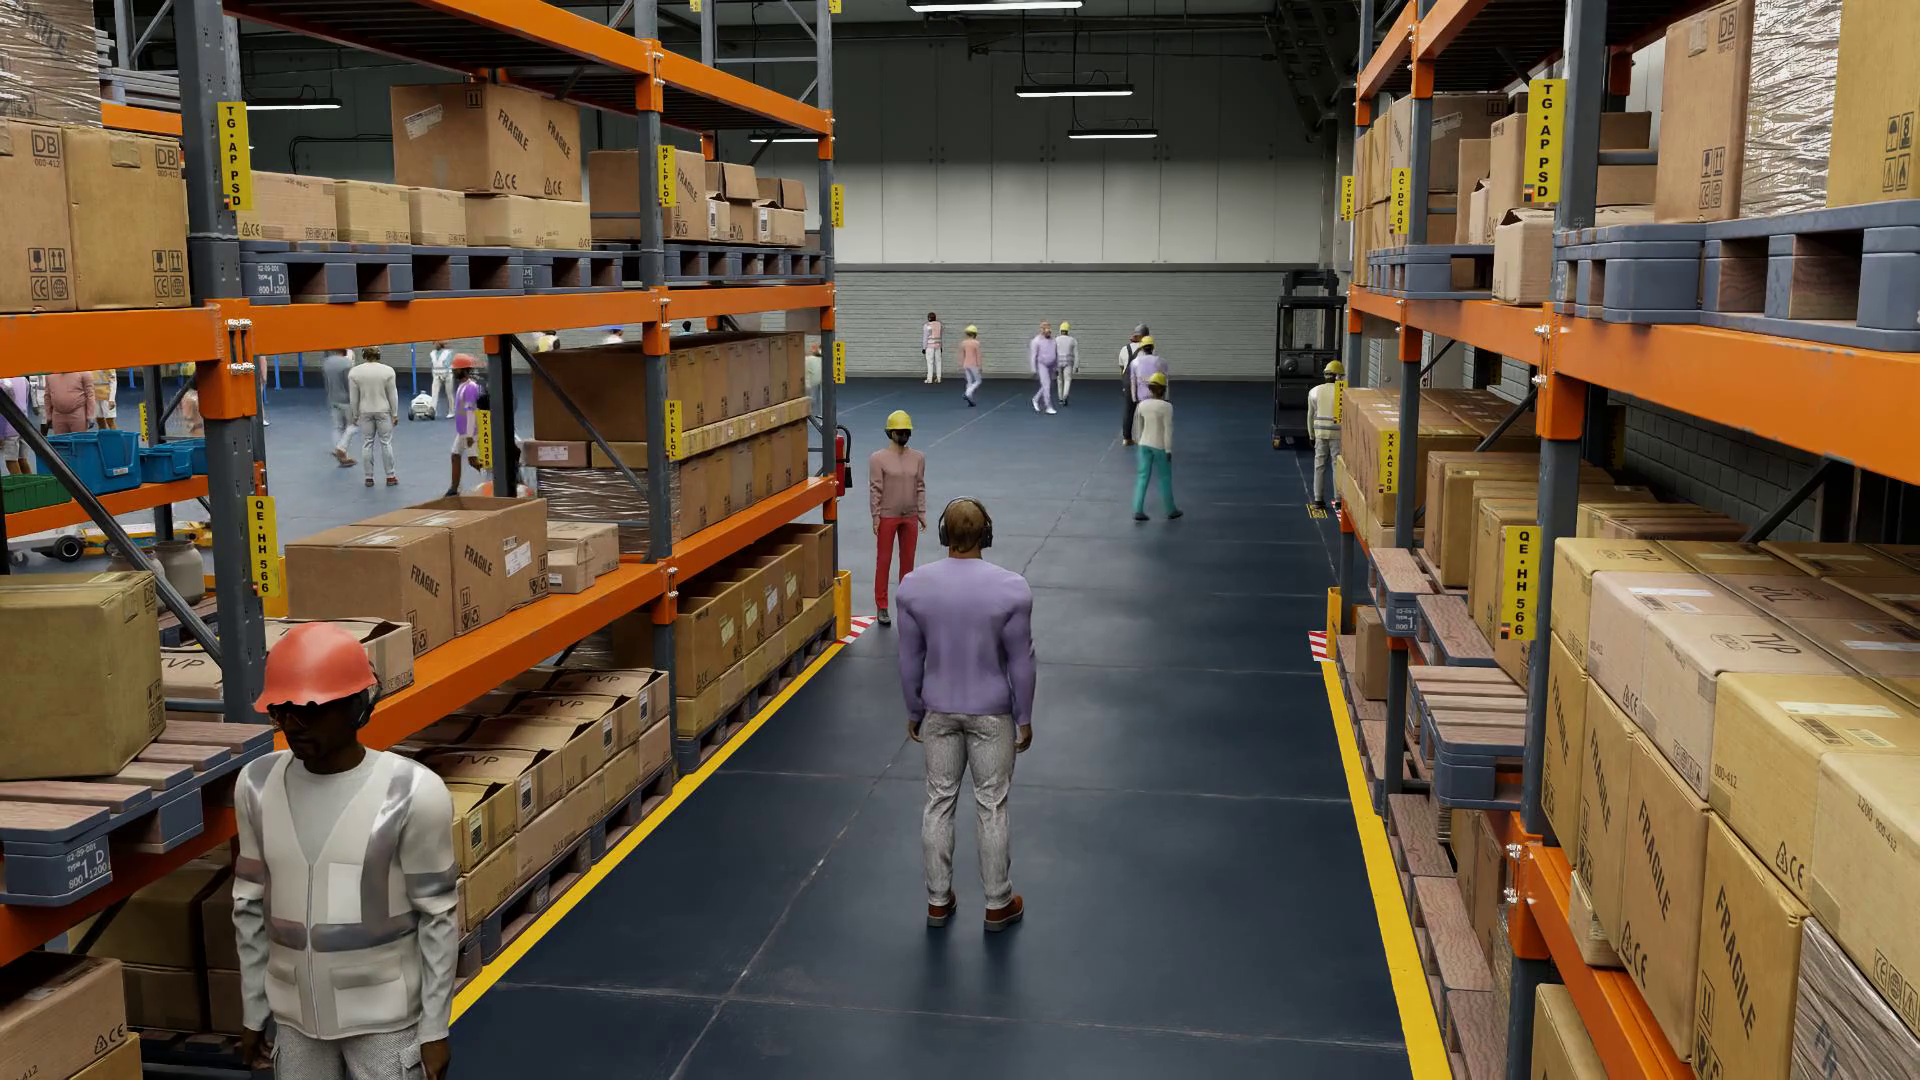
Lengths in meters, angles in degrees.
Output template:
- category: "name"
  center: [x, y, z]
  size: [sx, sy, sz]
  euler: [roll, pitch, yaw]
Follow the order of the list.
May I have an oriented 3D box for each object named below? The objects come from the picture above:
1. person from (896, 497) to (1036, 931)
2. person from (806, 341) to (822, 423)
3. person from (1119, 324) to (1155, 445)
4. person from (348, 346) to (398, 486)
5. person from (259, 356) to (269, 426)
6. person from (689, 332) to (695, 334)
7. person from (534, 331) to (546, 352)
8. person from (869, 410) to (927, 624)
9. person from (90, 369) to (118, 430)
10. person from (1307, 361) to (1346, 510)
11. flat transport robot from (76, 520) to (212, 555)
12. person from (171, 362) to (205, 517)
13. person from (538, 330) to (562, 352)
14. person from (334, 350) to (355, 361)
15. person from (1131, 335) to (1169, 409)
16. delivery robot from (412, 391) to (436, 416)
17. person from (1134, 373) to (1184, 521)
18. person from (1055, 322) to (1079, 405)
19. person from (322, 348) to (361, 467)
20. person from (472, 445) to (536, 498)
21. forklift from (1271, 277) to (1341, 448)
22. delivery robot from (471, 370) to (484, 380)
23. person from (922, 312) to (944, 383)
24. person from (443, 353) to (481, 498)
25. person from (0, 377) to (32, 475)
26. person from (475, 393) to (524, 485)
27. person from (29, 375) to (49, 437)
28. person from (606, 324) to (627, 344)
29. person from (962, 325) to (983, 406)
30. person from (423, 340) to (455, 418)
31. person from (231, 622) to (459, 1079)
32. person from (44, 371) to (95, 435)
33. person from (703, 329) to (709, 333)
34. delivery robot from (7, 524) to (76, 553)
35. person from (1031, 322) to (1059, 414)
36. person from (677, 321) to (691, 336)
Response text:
- category: "person"
  center: [0.033, 0.767, 7.399]
  size: [0.631, 1.940, 0.372]
  euler: [2, 10, 15]
- category: "person"
  center: [-2.687, -2.924, 31.164]
  size: [0.508, 1.616, 0.682]
  euler: [-5, 11, -30]
- category: "person"
  center: [3.026, -2.585, 27.889]
  size: [0.679, 2.000, 0.536]
  euler: [7, 12, 38]
- category: "person"
  center: [-7.983, -1.712, 22.690]
  size: [0.627, 1.940, 0.370]
  euler: [-2, 9, -11]
- category: "person"
  center: [-13.354, -3.087, 31.277]
  size: [0.652, 1.904, 0.402]
  euler: [-1, 9, -7]
- category: "person"
  center: [-4.565, -2.533, 27.919]
  size: [0.822, 1.896, 0.597]
  euler: [-6, 11, -31]
- category: "person"
  center: [-9.461, -4.124, 37.969]
  size: [0.513, 1.813, 1.012]
  euler: [-4, 10, -25]
- category: "person"
  center: [-0.509, -0.195, 13.858]
  size: [0.525, 1.772, 0.309]
  euler: [-6, 11, -31]
- category: "person"
  center: [-13.344, -2.222, 25.837]
  size: [0.547, 1.937, 0.379]
  euler: [5, 10, 27]
- category: "person"
  center: [4.565, -1.287, 20.434]
  size: [0.590, 1.821, 0.404]
  euler: [7, 12, 37]
- category: "flat transport robot"
  center: [-8.632, -0.033, 17.588]
  size: [1.431, 0.197, 0.652]
  euler: [-5, 11, -30]
- category: "person"
  center: [-8.961, -1.165, 19.463]
  size: [0.826, 1.894, 0.585]
  euler: [-1, 9, -8]
- category: "person"
  center: [-8.434, -3.583, 34.545]
  size: [0.641, 1.828, 0.537]
  euler: [7, 11, 36]
- category: "person"
  center: [-11.998, -3.145, 32.456]
  size: [0.310, 1.636, 0.522]
  euler: [4, 10, 21]
- category: "person"
  center: [2.999, -2.275, 26.264]
  size: [0.608, 1.905, 0.492]
  euler: [1, 9, 8]
- category: "delivery robot"
  center: [-10.606, -2.700, 32.880]
  size: [0.477, 0.478, 0.707]
  euler: [-1, 9, -6]
- category: "person"
  center: [2.303, -1.086, 19.486]
  size: [0.544, 1.736, 0.752]
  euler: [9, 13, 43]
- category: "person"
  center: [2.271, -3.835, 36.221]
  size: [0.602, 1.806, 0.838]
  euler: [2, 9, 10]
- category: "person"
  center: [-9.205, -2.055, 24.837]
  size: [0.655, 1.926, 0.435]
  euler: [5, 11, 29]
- category: "person"
  center: [-3.296, 0.106, 12.337]
  size: [0.555, 1.655, 0.859]
  euler: [4, 10, 21]
- category: "forklift"
  center: [5.847, -3.016, 27.970]
  size: [1.129, 2.768, 1.873]
  euler: [1, 9, 9]
- category: "delivery robot"
  center: [-11.623, -3.975, 39.947]
  size: [0.335, 0.223, 0.698]
  euler: [-4, 10, -23]
- category: "person"
  center: [-0.716, -5.018, 43.396]
  size: [0.621, 1.838, 0.429]
  euler: [-6, 11, -32]
- category: "person"
  center: [-6.146, -1.390, 20.811]
  size: [0.871, 1.909, 0.556]
  euler: [-5, 10, -28]
- category: "person"
  center: [-11.312, -1.295, 19.806]
  size: [0.377, 2.041, 0.607]
  euler: [0, 9, -3]
- category: "person"
  center: [-3.857, -0.288, 13.991]
  size: [0.997, 1.916, 0.621]
  euler: [-5, 10, -28]
- category: "person"
  center: [-13.549, -2.051, 24.815]
  size: [0.543, 1.927, 0.375]
  euler: [-8, 12, -41]
- category: "person"
  center: [-6.782, -3.408, 33.196]
  size: [0.679, 1.924, 0.609]
  euler: [-9, 13, -44]
- category: "person"
  center: [0.249, -3.749, 35.821]
  size: [0.540, 1.750, 0.416]
  euler: [9, 13, 43]
- category: "person"
  center: [-10.241, -3.174, 32.751]
  size: [0.510, 1.588, 0.865]
  euler: [2, 10, 15]
- category: "person"
  center: [-1.604, 1.214, 4.323]
  size: [0.609, 2.043, 0.376]
  euler: [1, 9, 9]
- category: "person"
  center: [-12.119, -1.685, 22.624]
  size: [0.654, 1.906, 0.407]
  euler: [-1, 9, -3]
- category: "person"
  center: [-5.789, -4.340, 39.164]
  size: [0.565, 1.847, 0.416]
  euler: [1, 9, 5]
- category: "delivery robot"
  center: [-9.306, -0.079, 16.716]
  size: [0.477, 0.478, 0.707]
  euler: [8, 12, 41]
- category: "person"
  center: [1.731, -3.544, 34.175]
  size: [0.650, 1.877, 0.833]
  euler: [-7, 12, -38]
- category: "person"
  center: [-6.667, -4.518, 40.740]
  size: [0.538, 1.696, 0.317]
  euler: [0, 9, 1]
